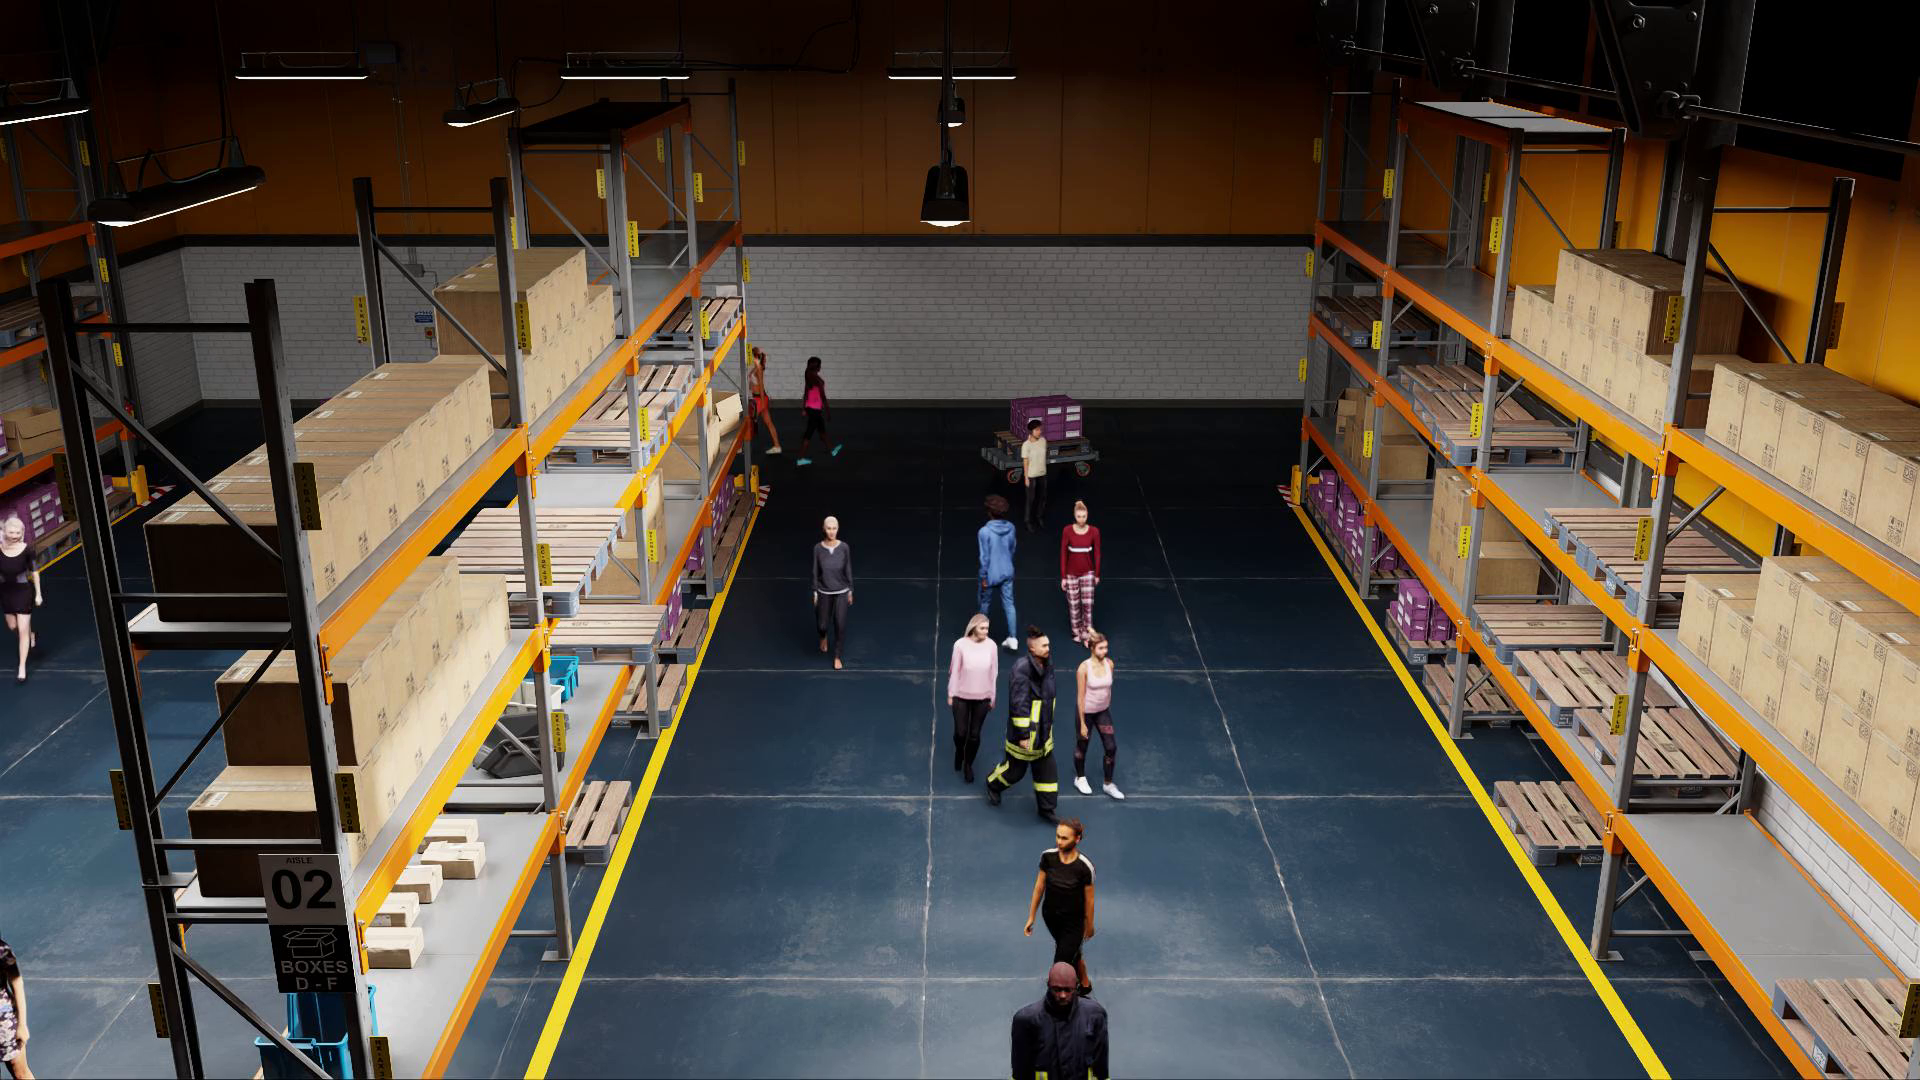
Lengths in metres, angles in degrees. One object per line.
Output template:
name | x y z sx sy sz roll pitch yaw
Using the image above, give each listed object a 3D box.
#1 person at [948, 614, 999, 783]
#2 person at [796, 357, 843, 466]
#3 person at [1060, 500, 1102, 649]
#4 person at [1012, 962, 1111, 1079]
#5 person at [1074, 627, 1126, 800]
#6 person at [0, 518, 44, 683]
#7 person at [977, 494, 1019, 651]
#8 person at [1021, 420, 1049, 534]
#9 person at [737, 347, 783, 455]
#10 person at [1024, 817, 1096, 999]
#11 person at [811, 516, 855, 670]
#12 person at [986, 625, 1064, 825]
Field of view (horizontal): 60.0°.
person | 0.102 1.454 15.783 0.673 1.670 0.694 -2 19 -6
person | -2.358 -1.969 25.955 1.118 1.664 1.134 -14 23 -35
person | 1.356 0.360 19.002 0.640 1.687 0.742 1 19 3
person | 0.594 3.302 10.076 0.797 1.808 0.800 -3 19 -10
person | 1.184 1.582 15.460 0.750 1.633 0.870 -8 20 -22
person | -10.242 0.604 18.112 0.818 1.794 1.156 -3 19 -9
person | 0.462 0.395 18.770 1.025 1.769 1.270 -9 21 -25
person | 1.031 -0.884 22.867 0.652 1.580 0.667 -14 23 -36
person | -3.094 -2.190 26.476 0.749 1.751 1.078 -2 19 -7
person | 0.807 2.732 12.063 1.035 1.621 1.143 15 24 38
person | -1.413 0.545 18.413 0.677 1.712 0.823 -3 19 -8
person | 0.575 1.635 14.992 1.143 1.830 1.223 -15 24 -38
